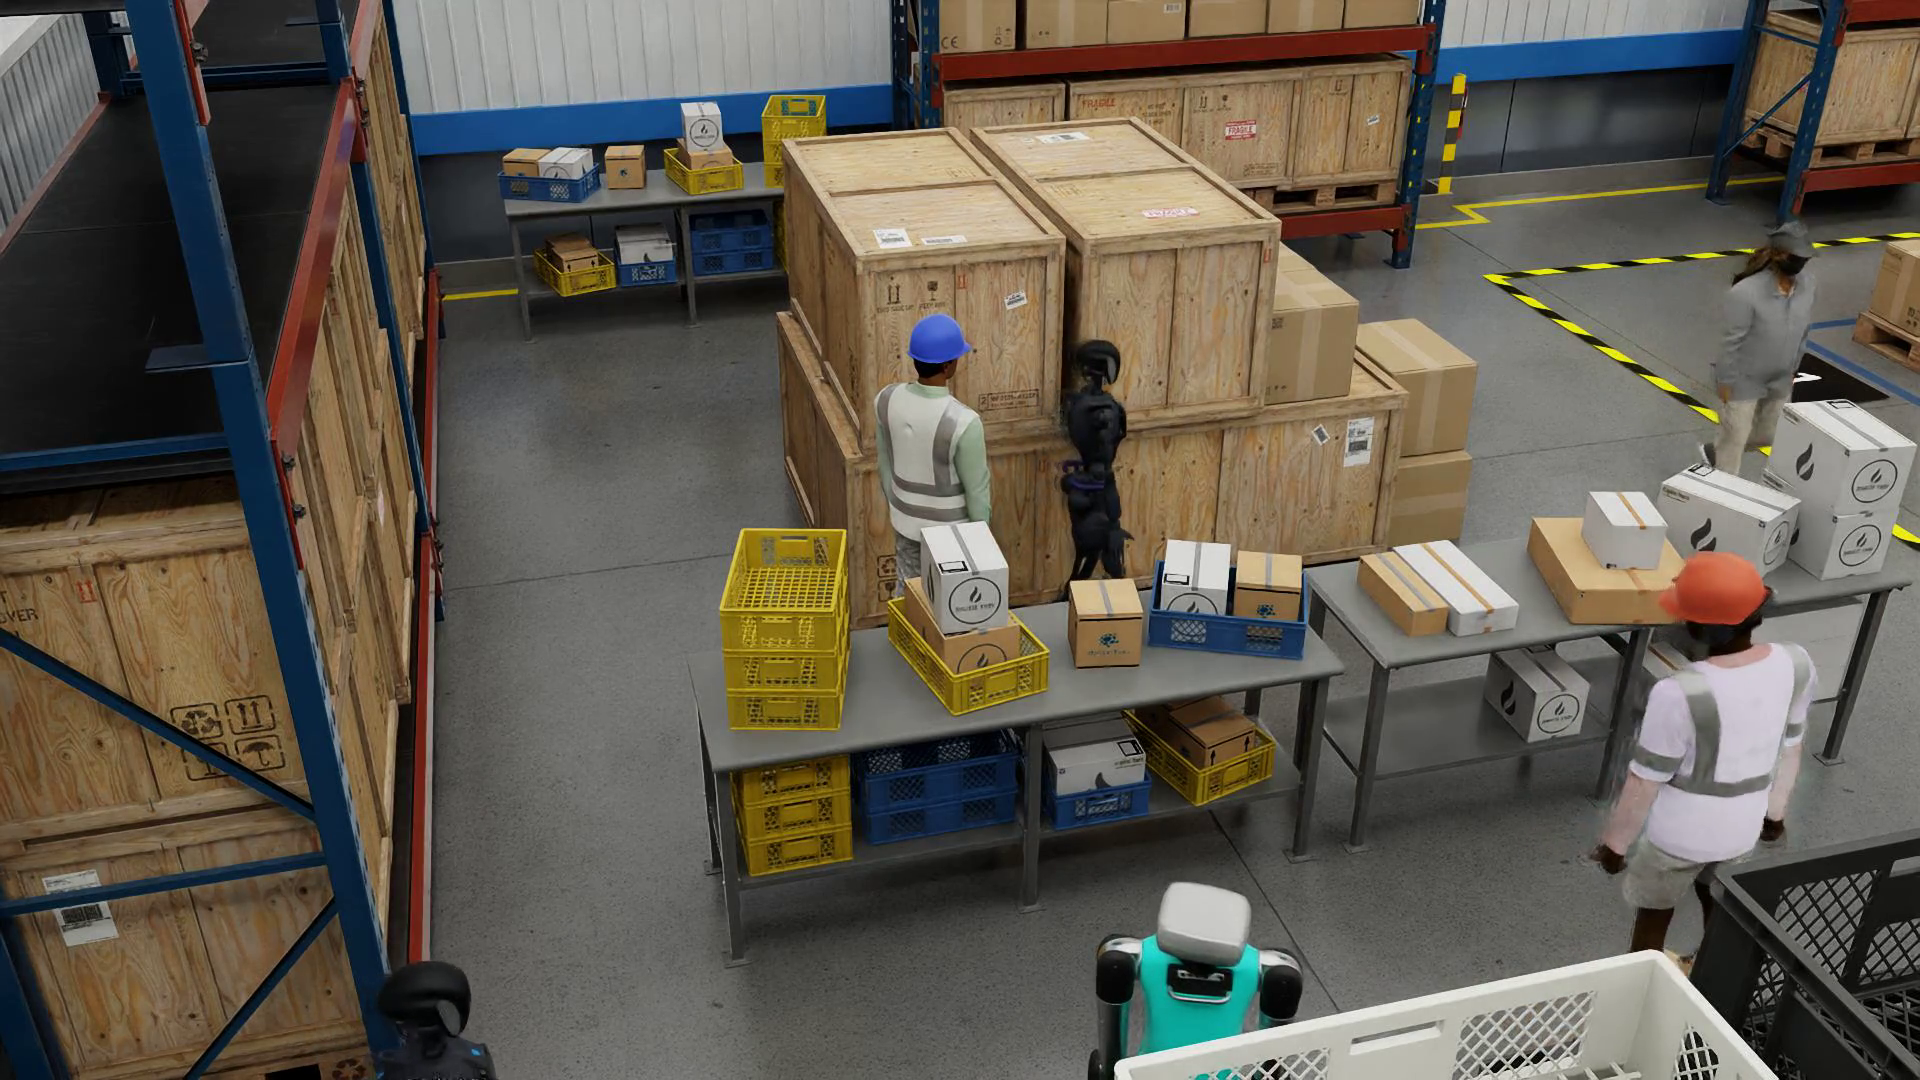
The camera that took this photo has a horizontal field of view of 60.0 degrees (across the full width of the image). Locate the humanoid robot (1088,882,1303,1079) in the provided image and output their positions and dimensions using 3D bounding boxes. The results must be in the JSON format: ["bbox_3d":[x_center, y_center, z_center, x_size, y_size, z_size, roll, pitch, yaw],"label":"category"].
[{"bbox_3d":[0.578,1.747,4.332,0.532,1.697,0.740,3,29,6],"label":"humanoid robot"}]

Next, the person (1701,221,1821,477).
[{"bbox_3d":[4.427,-0.934,9.268,0.586,1.758,0.565,-9,30,-16],"label":"person"}]

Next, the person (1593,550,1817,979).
[{"bbox_3d":[2.512,0.911,5.682,0.741,2.010,0.497,-8,30,-15],"label":"person"}]

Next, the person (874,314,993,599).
[{"bbox_3d":[-0.108,-0.095,7.550,0.604,1.948,0.381,21,35,33],"label":"person"}]

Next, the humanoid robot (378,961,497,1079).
[{"bbox_3d":[-1.302,1.775,4.433,0.426,1.644,0.593,-10,31,-18],"label":"humanoid robot"}]

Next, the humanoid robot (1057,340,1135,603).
[{"bbox_3d":[0.722,-0.183,8.012,0.736,1.629,0.602,-3,29,-6],"label":"humanoid robot"}]
